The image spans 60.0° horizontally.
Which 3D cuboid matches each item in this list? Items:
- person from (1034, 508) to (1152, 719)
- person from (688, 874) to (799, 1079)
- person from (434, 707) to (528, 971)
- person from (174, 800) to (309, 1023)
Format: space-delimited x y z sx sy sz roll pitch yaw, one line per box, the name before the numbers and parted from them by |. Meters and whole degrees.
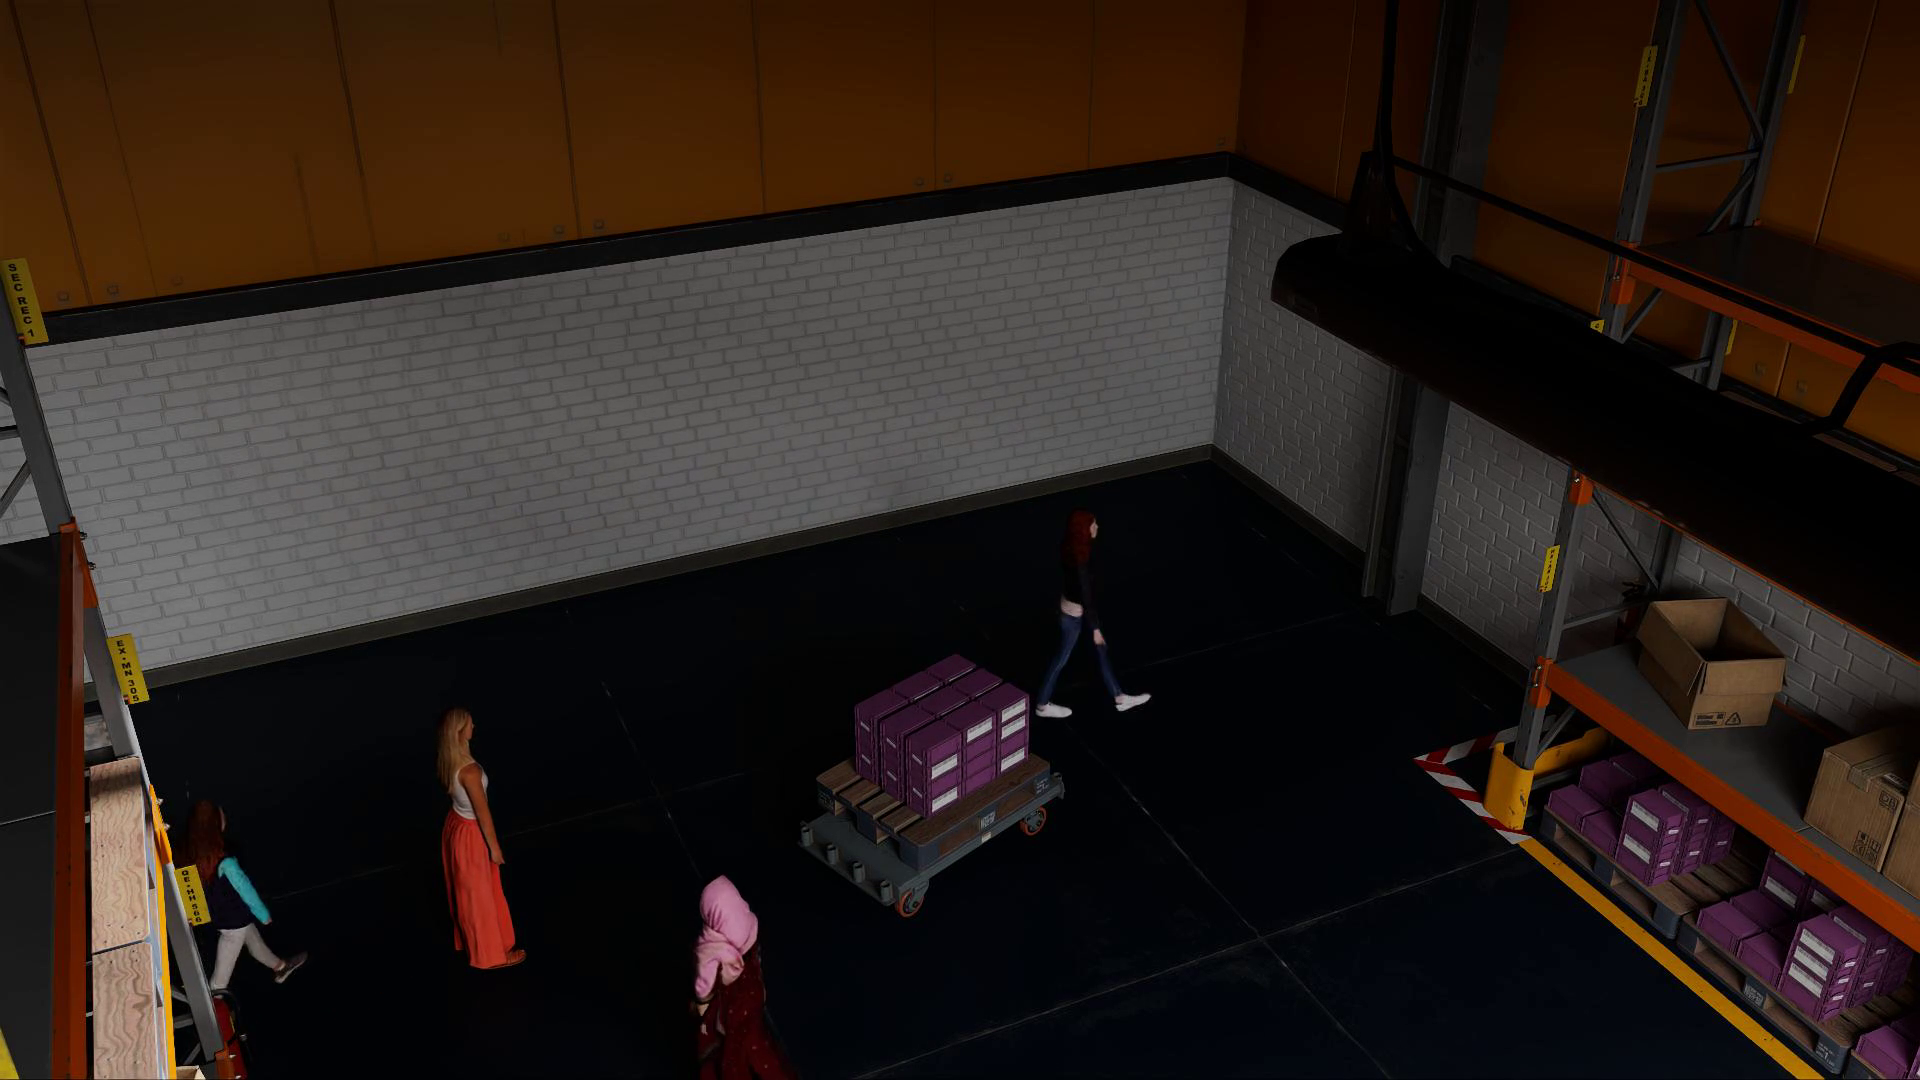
person | 0.747 0.577 12.045 1.012 1.753 1.119 2 29 3
person | -1.160 2.448 8.740 0.969 1.634 0.871 19 34 31
person | -2.892 1.759 9.824 0.732 1.806 0.587 -20 34 -32
person | -4.226 2.158 9.449 1.009 1.463 0.956 18 33 29
